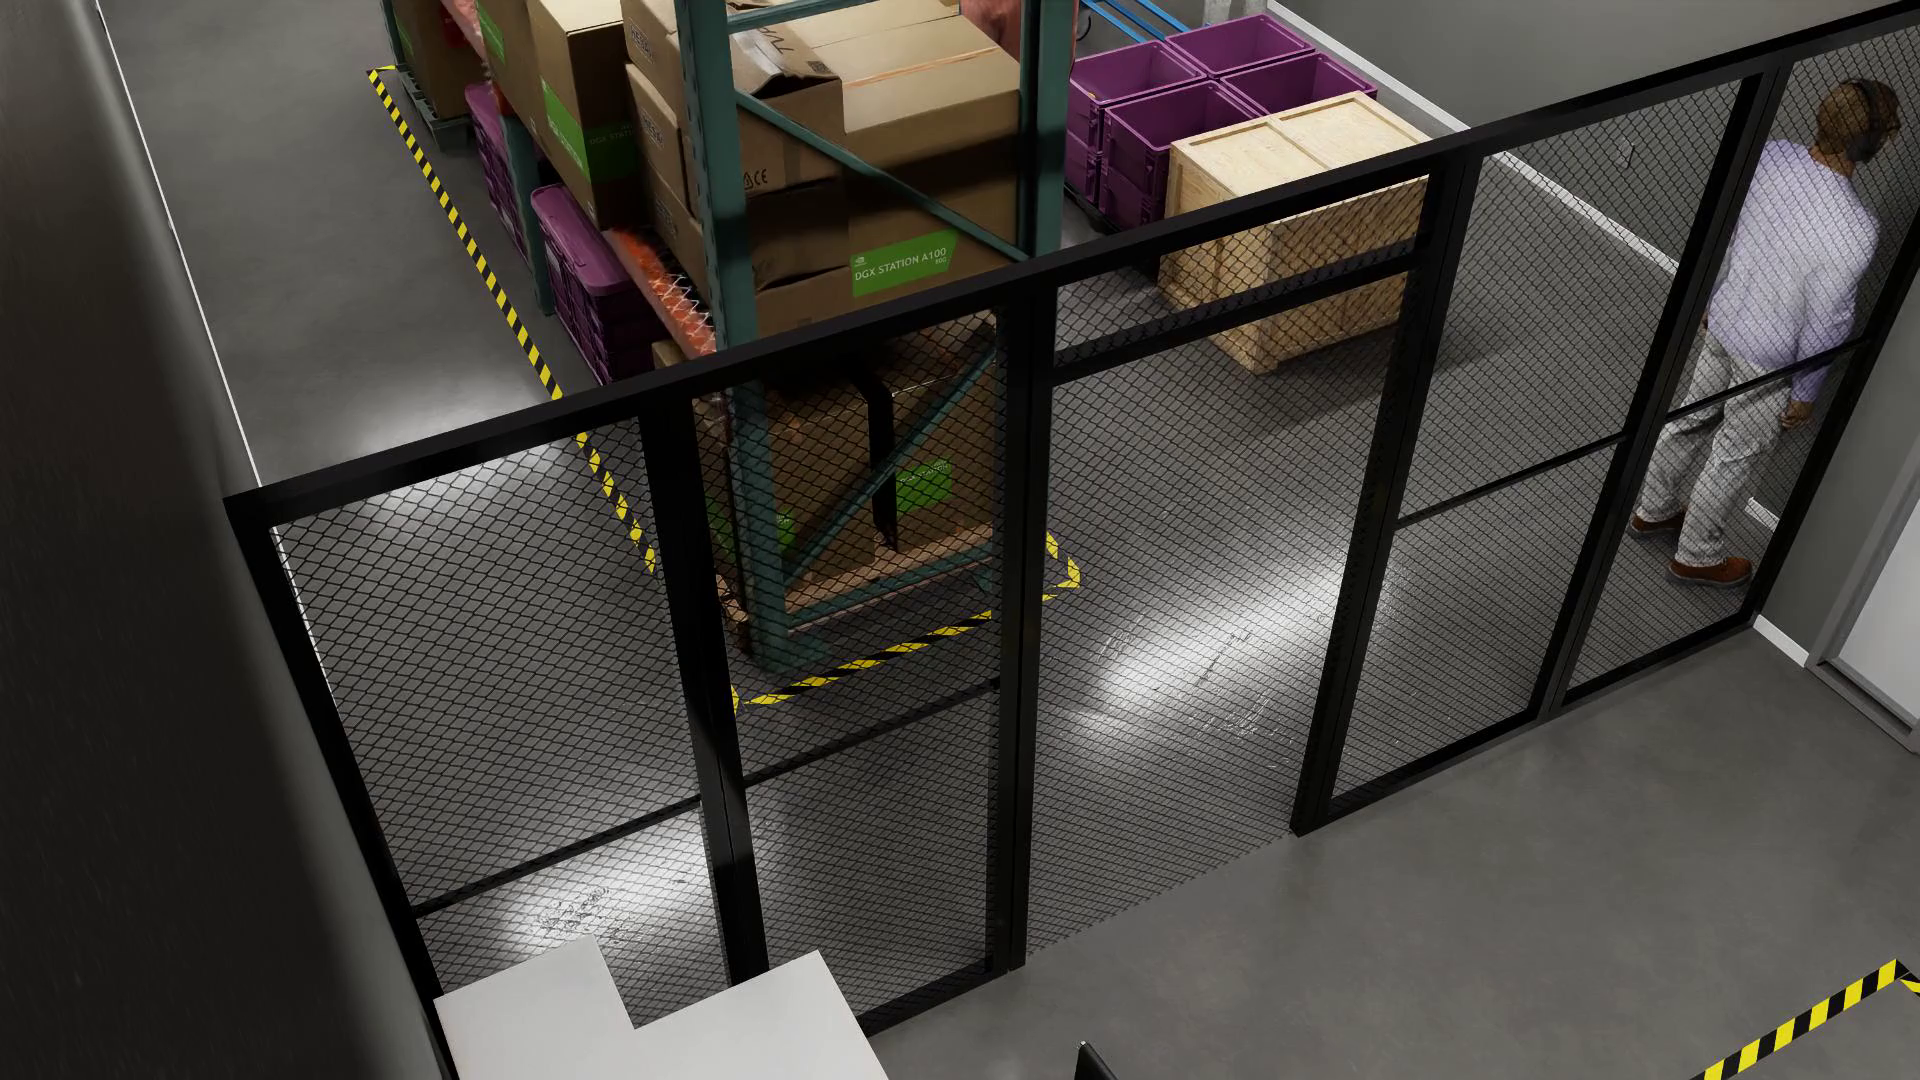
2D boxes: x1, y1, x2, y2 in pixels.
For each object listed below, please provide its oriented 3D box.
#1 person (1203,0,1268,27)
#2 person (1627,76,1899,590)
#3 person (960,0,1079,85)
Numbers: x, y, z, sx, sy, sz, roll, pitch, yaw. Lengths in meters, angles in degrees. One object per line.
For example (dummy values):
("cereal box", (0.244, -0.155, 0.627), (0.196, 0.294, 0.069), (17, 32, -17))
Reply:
("person", (1.444, -3.269, 8.599), (0.590, 1.833, 0.404), (-18, 45, -18))
("person", (2.737, -0.672, 5.679), (0.354, 1.939, 0.635), (-8, 43, -9))
("person", (0.219, -1.808, 6.883), (0.609, 1.994, 0.383), (-31, 51, -30))
